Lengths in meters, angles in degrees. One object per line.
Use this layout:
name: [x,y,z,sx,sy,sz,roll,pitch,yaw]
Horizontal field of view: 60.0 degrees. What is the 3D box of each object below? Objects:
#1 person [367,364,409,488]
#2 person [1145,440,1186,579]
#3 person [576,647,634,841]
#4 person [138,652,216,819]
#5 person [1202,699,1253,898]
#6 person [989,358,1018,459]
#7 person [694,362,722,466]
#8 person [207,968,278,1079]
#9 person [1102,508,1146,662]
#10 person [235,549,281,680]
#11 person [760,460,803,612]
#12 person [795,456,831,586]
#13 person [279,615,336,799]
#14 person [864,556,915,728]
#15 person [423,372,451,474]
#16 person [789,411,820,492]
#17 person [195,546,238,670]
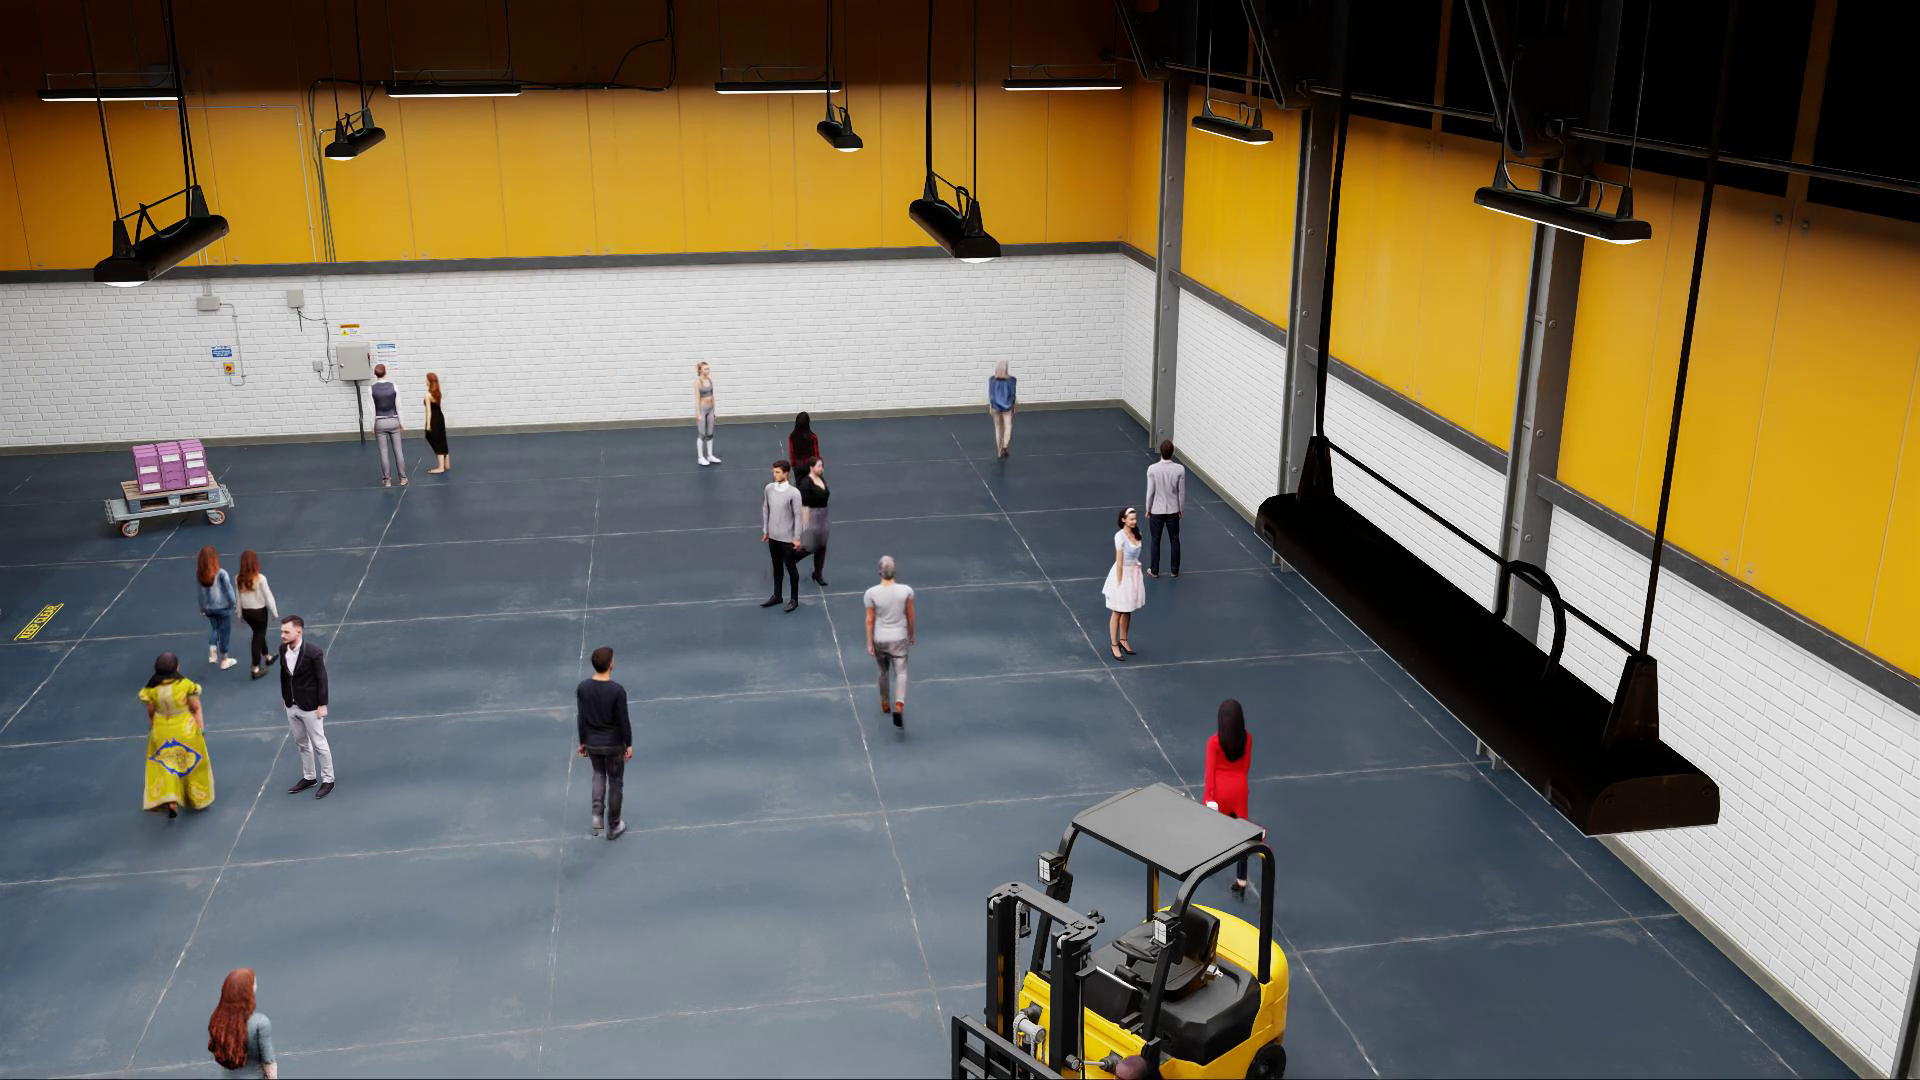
person: [-8.921,-1.805,25.899,0.702,1.937,0.635,-7,20,-21]
person: [2.694,-0.409,21.888,0.697,1.852,0.615,-1,19,-3]
person: [-3.245,1.890,15.063,0.764,1.852,0.796,3,19,9]
person: [-7.316,1.852,15.498,0.863,1.645,1.093,-6,20,-17]
person: [2.342,2.243,14.270,0.732,1.688,1.122,-6,20,-18]
person: [0.686,-2.122,27.241,0.745,1.682,0.954,1,19,4]
person: [-4.162,-2.074,27.064,0.703,1.704,0.648,14,23,35]
person: [-4.495,3.539,10.416,0.806,1.692,1.186,2,19,5]
person: [1.917,0.490,19.270,0.909,1.819,0.856,15,24,38]
person: [-7.978,0.860,18.733,0.745,1.462,0.894,4,19,11]
person: [-2.203,-0.079,20.799,0.831,1.923,0.894,13,23,34]
person: [-1.974,-0.240,21.554,0.981,1.744,0.947,9,21,25]
person: [-6.296,1.576,16.008,0.737,1.843,0.733,7,20,21]
person: [-0.721,1.088,17.514,0.776,1.807,1.150,-1,19,-3]
person: [-8.392,-1.888,26.639,0.711,1.624,0.616,4,19,12]
person: [-2.247,-1.048,24.090,0.642,1.657,0.603,2,19,6]
person: [-8.484,0.796,18.911,0.652,1.469,0.660,3,19,10]
